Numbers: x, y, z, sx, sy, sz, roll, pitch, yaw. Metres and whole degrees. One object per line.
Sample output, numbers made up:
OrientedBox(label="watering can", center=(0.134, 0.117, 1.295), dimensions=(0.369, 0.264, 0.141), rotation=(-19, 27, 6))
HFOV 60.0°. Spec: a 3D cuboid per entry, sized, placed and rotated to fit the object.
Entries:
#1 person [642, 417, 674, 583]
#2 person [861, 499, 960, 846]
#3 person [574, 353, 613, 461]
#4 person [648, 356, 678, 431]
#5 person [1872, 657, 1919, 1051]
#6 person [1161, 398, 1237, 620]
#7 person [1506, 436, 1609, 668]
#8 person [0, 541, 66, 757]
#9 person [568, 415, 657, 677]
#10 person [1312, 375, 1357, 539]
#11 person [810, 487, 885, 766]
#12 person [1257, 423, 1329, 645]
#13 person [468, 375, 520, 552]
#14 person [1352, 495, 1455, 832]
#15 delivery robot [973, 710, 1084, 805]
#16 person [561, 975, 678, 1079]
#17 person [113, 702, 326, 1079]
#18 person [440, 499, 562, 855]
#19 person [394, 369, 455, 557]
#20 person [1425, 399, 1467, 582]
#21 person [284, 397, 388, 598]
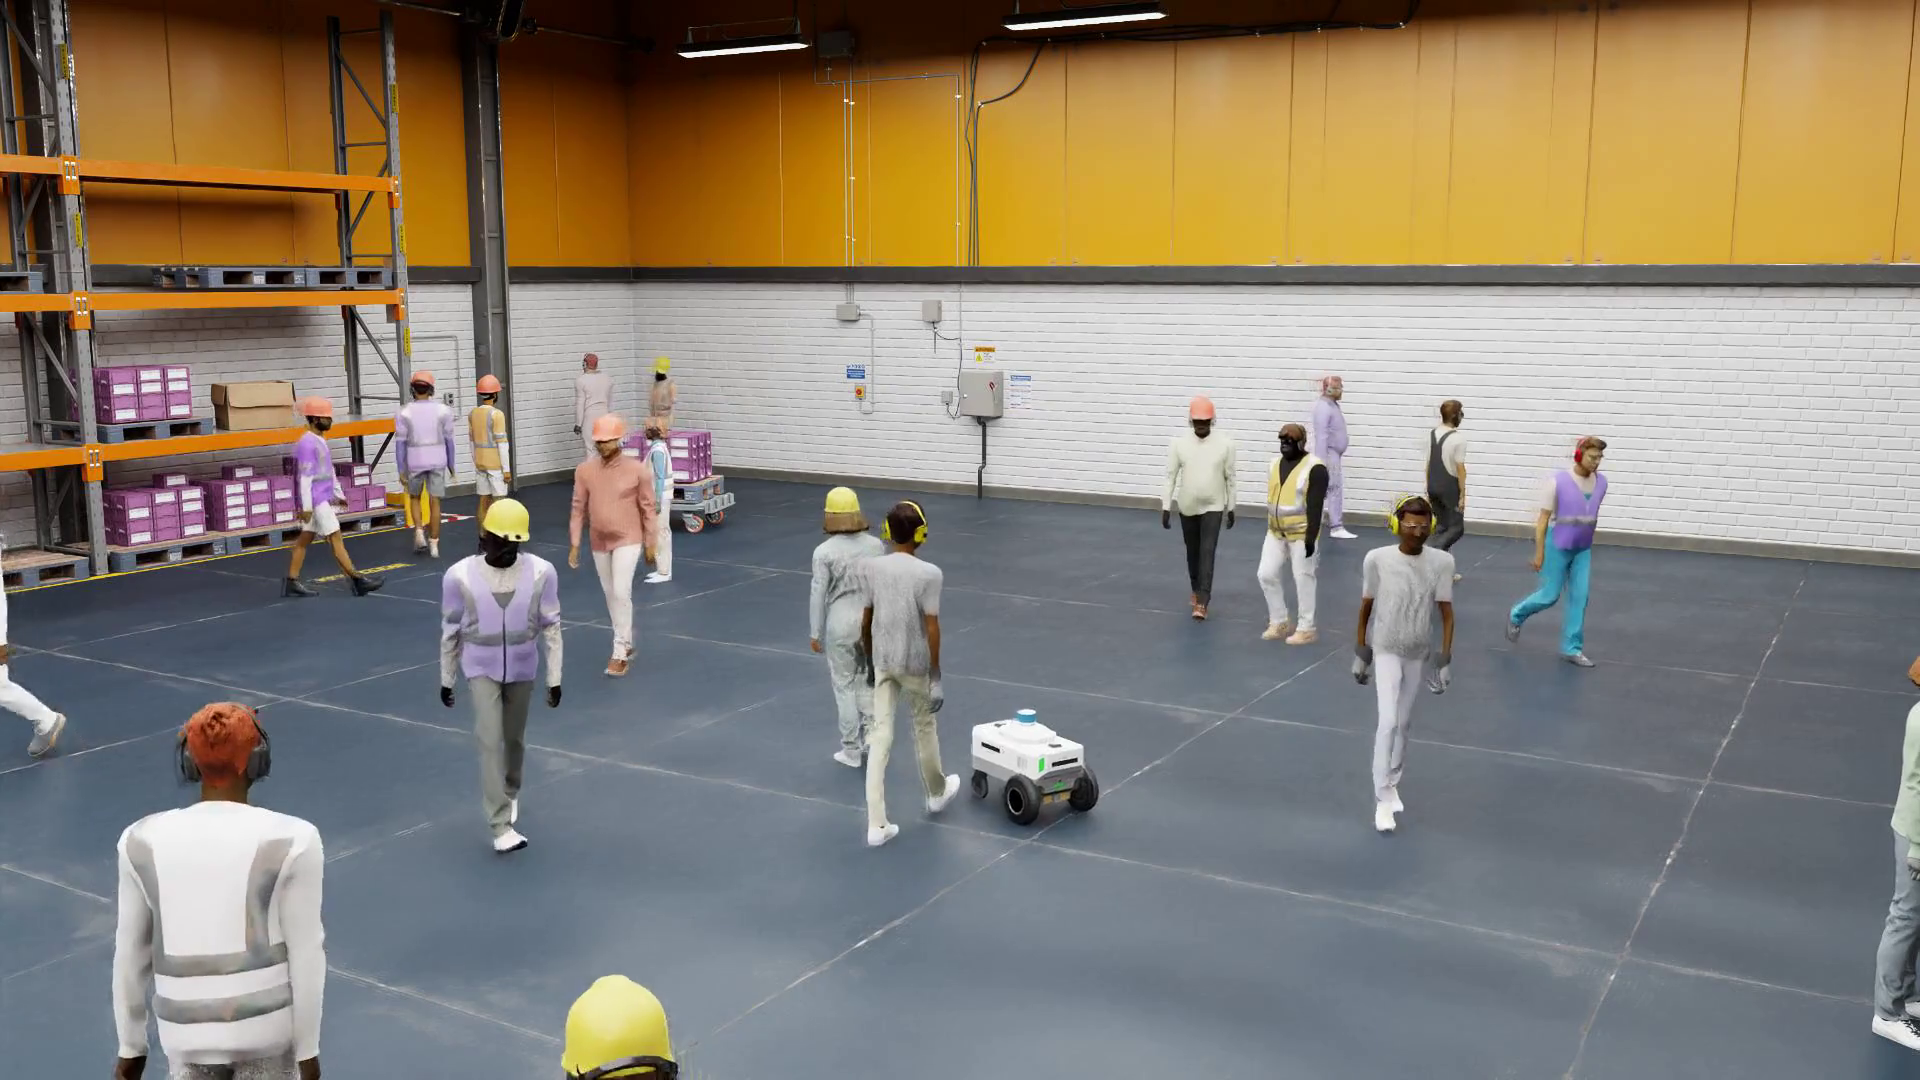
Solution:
OrientedBox(label="person", center=(-2.986, -0.395, 16.359), dimensions=(0.348, 1.633, 0.547), rotation=(-2, 9, -10))
OrientedBox(label="person", center=(-0.286, 0.681, 9.055), dimensions=(0.551, 1.817, 0.961), rotation=(4, 10, 24))
OrientedBox(label="person", center=(-5.218, -1.693, 23.605), dimensions=(0.403, 1.911, 0.637), rotation=(7, 12, 39))
OrientedBox(label="person", center=(-4.256, -1.664, 23.539), dimensions=(0.388, 1.879, 0.755), rotation=(-9, 13, -44))
OrientedBox(label="person", center=(3.831, 1.173, 6.564), dimensions=(0.264, 1.632, 0.507), rotation=(8, 12, 41))
OrientedBox(label="person", center=(2.127, -0.302, 14.837), dimensions=(0.646, 1.939, 1.046), rotation=(2, 9, 14))
OrientedBox(label="person", center=(4.696, 0.057, 13.027), dimensions=(0.591, 1.805, 0.739), rotation=(-4, 10, -22))
OrientedBox(label="person", center=(-5.850, 0.528, 9.964), dimensions=(0.588, 1.852, 0.909), rotation=(3, 10, 17))
OrientedBox(label="person", center=(-2.672, 0.040, 12.606), dimensions=(0.612, 1.957, 0.889), rotation=(2, 9, 14))
OrientedBox(label="person", center=(4.175, -0.962, 19.127), dimensions=(0.787, 1.884, 0.650), rotation=(3, 10, 20))
OrientedBox(label="person", center=(-0.695, 0.531, 10.261), dimensions=(0.503, 1.725, 0.414), rotation=(-6, 11, -33))
OrientedBox(label="person", center=(2.699, -0.040, 13.560), dimensions=(0.511, 1.825, 0.636), rotation=(-7, 12, -38))
OrientedBox(label="person", center=(-5.065, -0.816, 18.021), dimensions=(0.552, 1.942, 0.342), rotation=(6, 11, 35))
OrientedBox(label="person", center=(2.456, 0.667, 9.144), dimensions=(0.494, 1.826, 0.872), rotation=(0, 9, -1))
OrientedBox(label="delivery robot", center=(0.378, 1.206, 9.427), dimensions=(0.477, 0.478, 0.707), rotation=(-6, 11, -34))
OrientedBox(label="person", center=(-0.548, 1.698, 3.031), dimensions=(0.534, 1.714, 0.840), rotation=(-4, 10, -21))
OrientedBox(label="person", center=(-2.060, 1.392, 4.563), dimensions=(0.585, 1.854, 0.717), rotation=(0, 9, -2))
OrientedBox(label="person", center=(-2.437, 0.696, 8.830), dimensions=(0.625, 1.869, 1.014), rotation=(-4, 10, -24))
OrientedBox(label="person", center=(-5.723, -0.815, 17.814), dimensions=(0.607, 2.012, 0.435), rotation=(-4, 10, -21))
OrientedBox(label="person", center=(4.682, -0.456, 16.144), dimensions=(0.568, 1.830, 0.507), rotation=(-5, 10, -29))
OrientedBox(label="person", center=(-5.900, -0.393, 15.533), dimensions=(0.972, 1.884, 0.569), rotation=(-2, 9, -12))
